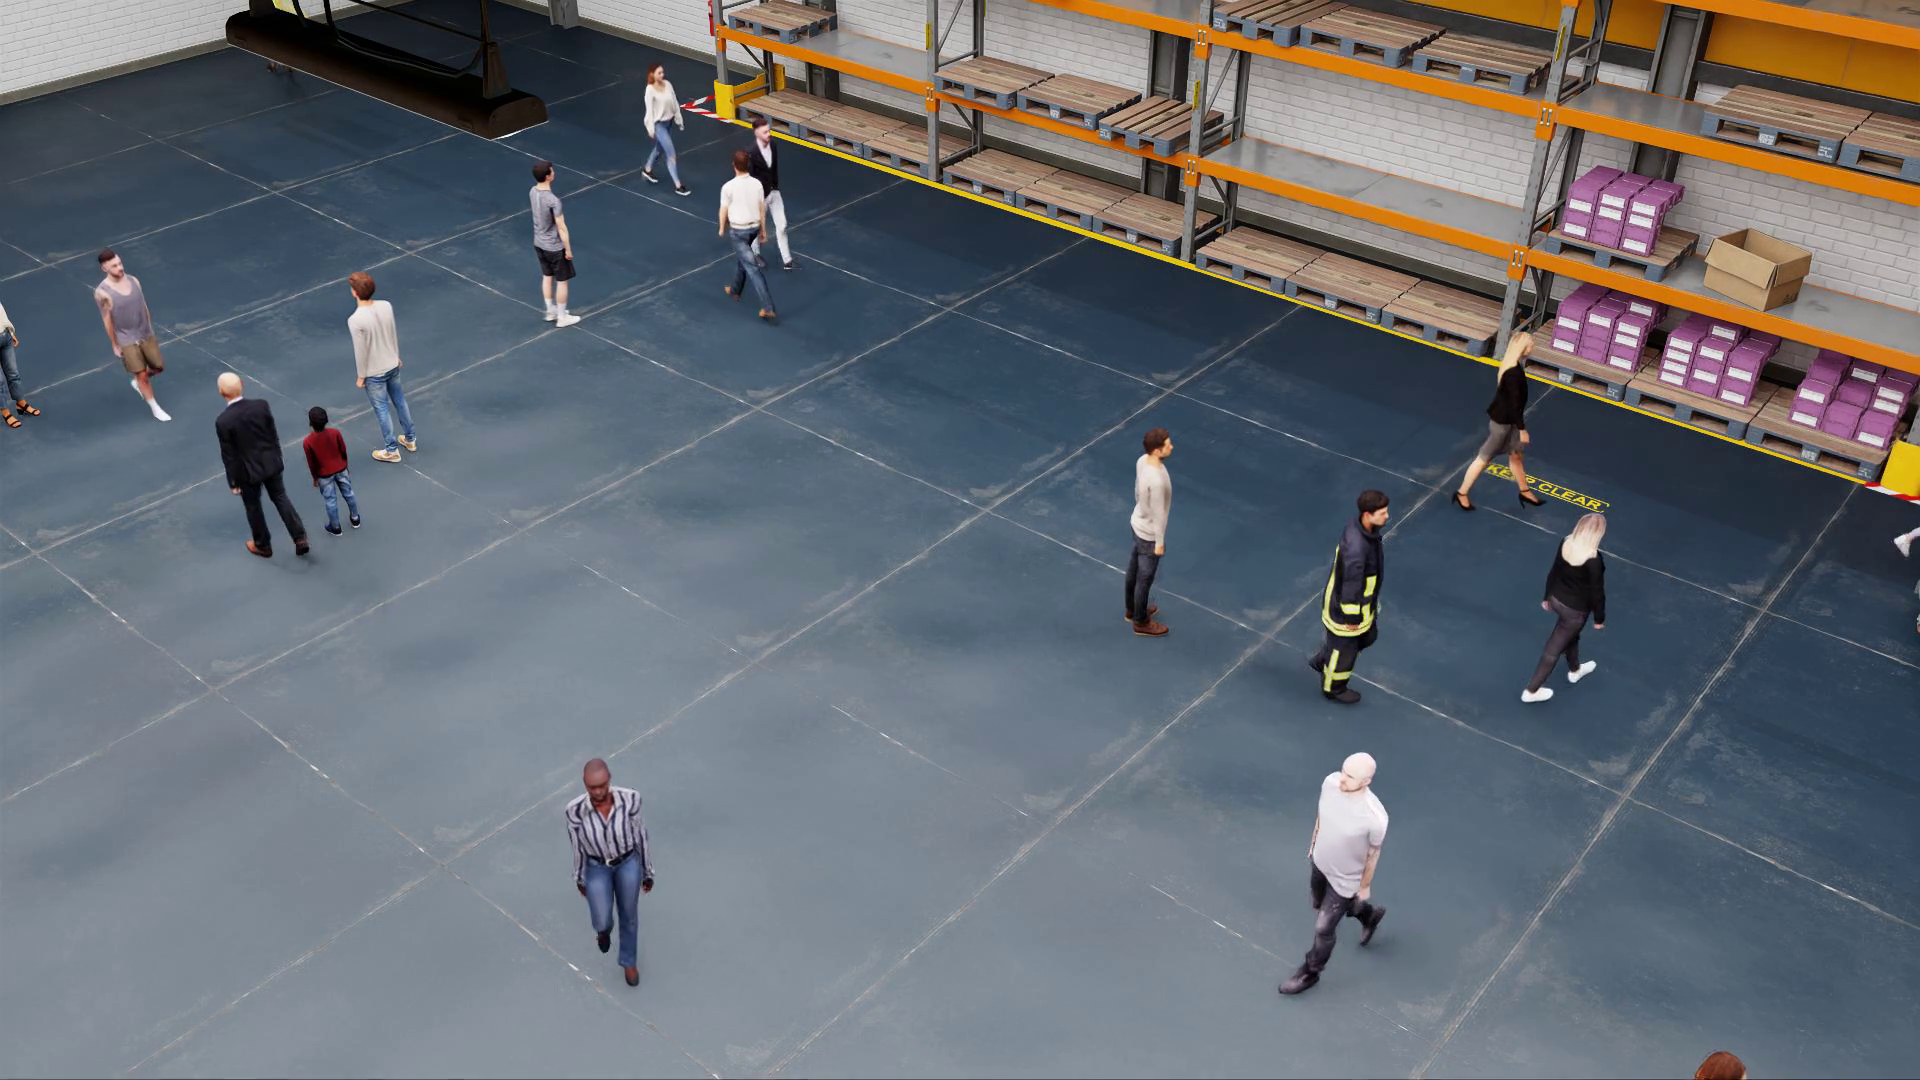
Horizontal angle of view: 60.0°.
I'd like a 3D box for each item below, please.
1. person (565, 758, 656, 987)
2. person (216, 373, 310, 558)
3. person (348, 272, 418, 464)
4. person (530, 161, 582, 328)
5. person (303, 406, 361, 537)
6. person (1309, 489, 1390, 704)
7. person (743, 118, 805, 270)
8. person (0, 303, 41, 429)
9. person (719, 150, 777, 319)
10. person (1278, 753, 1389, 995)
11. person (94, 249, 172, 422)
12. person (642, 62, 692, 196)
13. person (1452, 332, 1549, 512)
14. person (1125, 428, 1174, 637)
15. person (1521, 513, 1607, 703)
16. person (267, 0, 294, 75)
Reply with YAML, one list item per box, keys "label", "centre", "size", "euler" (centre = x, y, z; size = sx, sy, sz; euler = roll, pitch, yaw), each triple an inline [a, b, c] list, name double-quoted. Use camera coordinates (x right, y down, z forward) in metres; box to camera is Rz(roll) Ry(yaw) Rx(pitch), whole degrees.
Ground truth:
- label: "person"
  centre: [-2.158, 1.984, 10.290]
  size: [0.787, 1.783, 0.837]
  euler: [-13, 36, -18]
- label: "person"
  centre: [-5.941, -0.605, 14.181]
  size: [0.914, 1.786, 0.722]
  euler: [24, 40, 31]
- label: "person"
  centre: [-5.439, -1.626, 15.610]
  size: [0.632, 1.905, 0.696]
  euler: [18, 38, 25]
- label: "person"
  centre: [-4.447, -3.206, 18.025]
  size: [0.500, 1.863, 0.726]
  euler: [27, 42, 34]
- label: "person"
  centre: [-5.557, -0.623, 14.688]
  size: [0.529, 1.256, 0.524]
  euler: [-26, 42, -34]
- label: "person"
  centre: [2.885, 0.399, 12.556]
  size: [0.819, 1.914, 0.872]
  euler: [14, 36, 20]
- label: "person"
  centre: [-2.344, -4.031, 19.315]
  size: [1.014, 1.809, 0.735]
  euler: [28, 43, 35]
- label: "person"
  centre: [-9.465, -1.933, 16.273]
  size: [0.652, 1.683, 0.680]
  euler: [11, 35, 17]
- label: "person"
  centre: [-2.303, -3.296, 18.213]
  size: [0.795, 1.805, 1.294]
  euler: [-25, 41, -33]
- label: "person"
  centre: [2.407, 2.005, 10.234]
  size: [1.012, 1.810, 1.130]
  euler: [-16, 37, -22]
- label: "person"
  centre: [-8.206, -2.026, 16.406]
  size: [0.899, 1.833, 0.674]
  euler: [20, 39, 28]
- label: "person"
  centre: [-3.881, -5.307, 21.376]
  size: [1.129, 1.653, 0.694]
  euler: [20, 39, 28]
- label: "person"
  centre: [4.720, -1.001, 14.758]
  size: [1.149, 1.807, 0.895]
  euler: [9, 35, 13]
- label: "person"
  centre: [1.502, -0.083, 13.325]
  size: [0.801, 1.866, 0.715]
  euler: [-6, 34, -9]
- label: "person"
  centre: [4.521, 0.547, 12.562]
  size: [0.984, 1.659, 1.013]
  euler: [-11, 35, -16]
- label: "person"
  centre: [-10.575, -8.022, 25.412]
  size: [0.693, 1.706, 0.654]
  euler: [-16, 37, -22]
